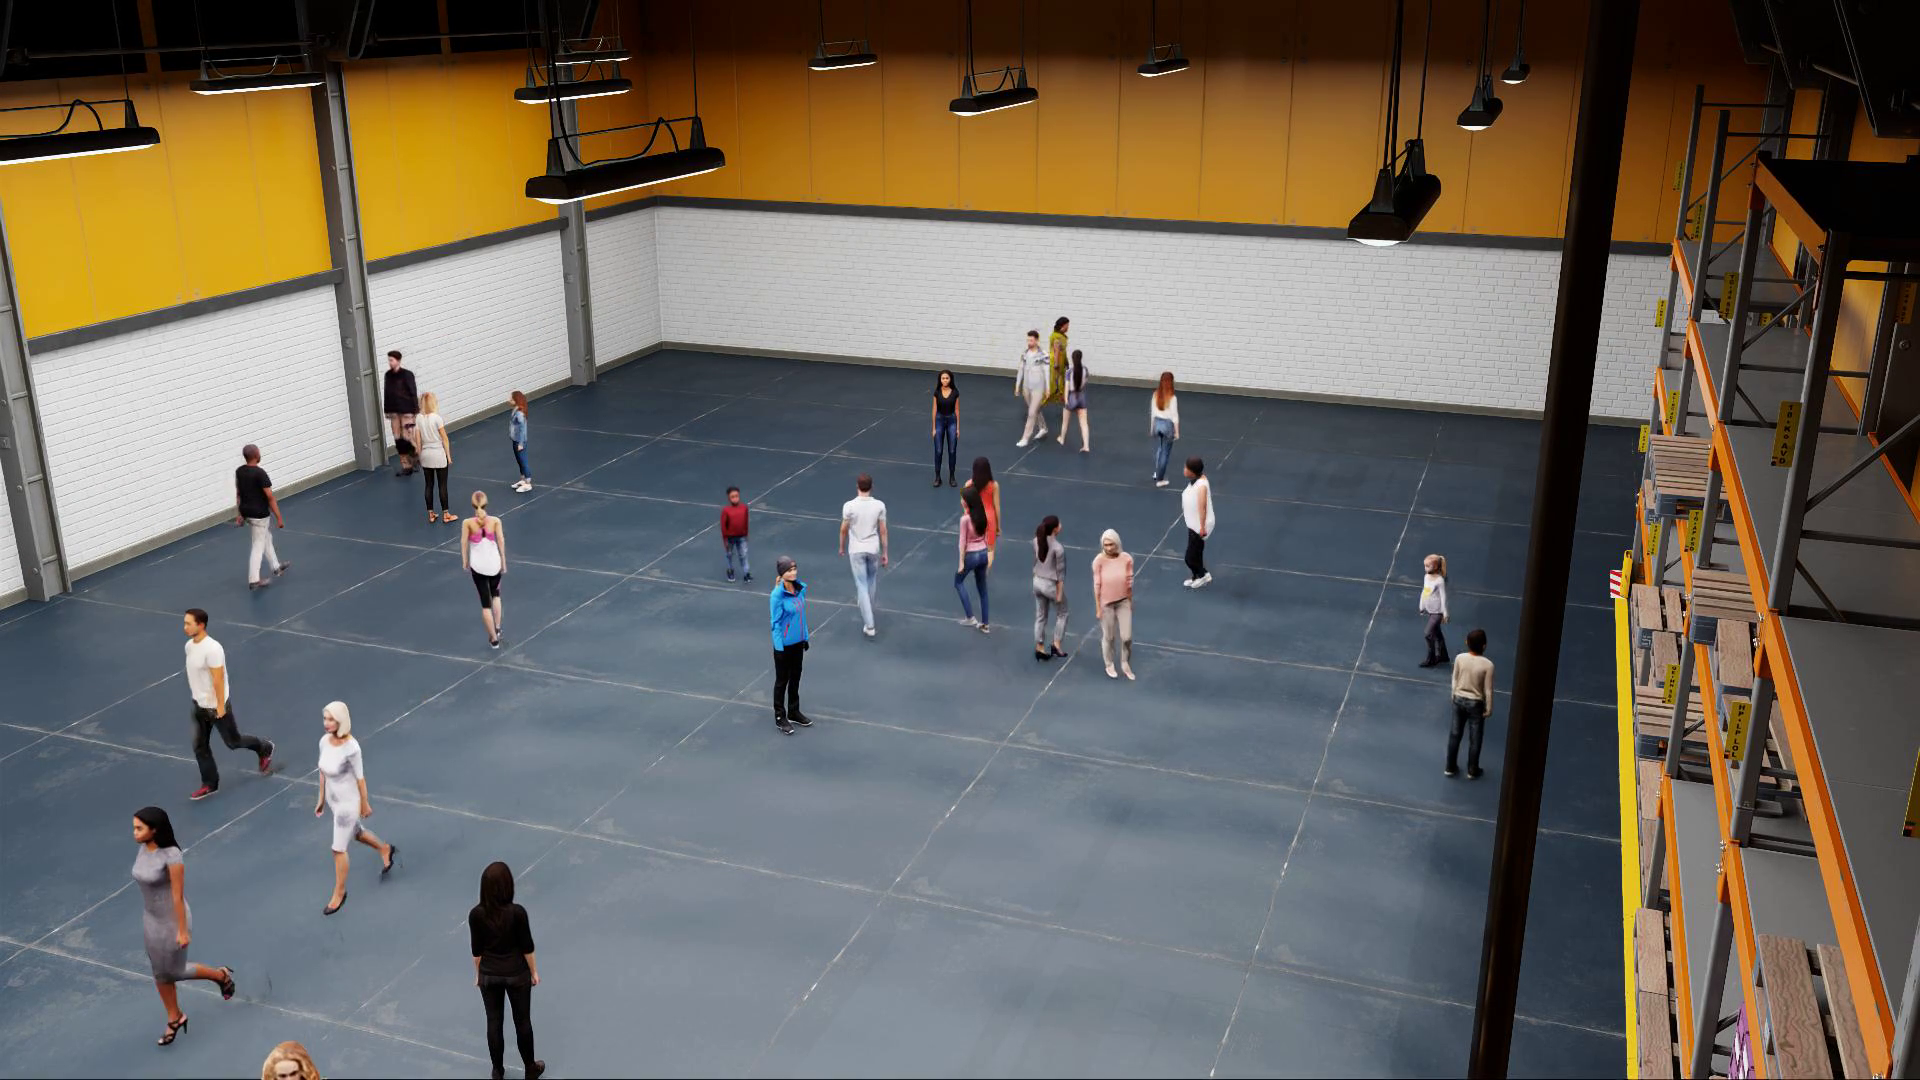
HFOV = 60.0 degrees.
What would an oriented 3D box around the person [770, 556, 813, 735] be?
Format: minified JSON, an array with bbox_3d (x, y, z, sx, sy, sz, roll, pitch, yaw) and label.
[{"bbox_3d":[-1.693,1.015,16.415,0.738,1.797,0.573,14,23,36],"label":"person"}]

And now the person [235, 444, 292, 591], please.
[{"bbox_3d":[-8.619,-0.256,20.222,0.764,1.777,1.033,9,21,25],"label":"person"}]

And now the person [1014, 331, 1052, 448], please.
[{"bbox_3d":[1.237,-2.439,26.653,0.979,1.809,1.304,14,23,37],"label":"person"}]

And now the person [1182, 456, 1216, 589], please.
[{"bbox_3d":[2.947,-0.197,20.212,0.827,1.671,0.678,2,19,6],"label":"person"}]

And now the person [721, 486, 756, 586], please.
[{"bbox_3d":[-2.799,-0.073,20.530,0.827,1.232,0.891,-8,20,-24],"label":"person"}]

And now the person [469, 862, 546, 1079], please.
[{"bbox_3d":[-3.034,2.895,11.076,0.639,1.642,0.626,-1,19,-4],"label":"person"}]

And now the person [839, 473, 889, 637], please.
[{"bbox_3d":[-1.057,0.197,18.837,1.146,1.802,1.273,-6,20,-19],"label":"person"}]

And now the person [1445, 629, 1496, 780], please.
[{"bbox_3d":[4.696,1.521,15.437,0.614,1.462,0.621,12,22,32],"label":"person"}]

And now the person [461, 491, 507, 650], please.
[{"bbox_3d":[-5.244,0.356,18.422,0.882,1.766,0.953,-8,20,-22],"label":"person"}]

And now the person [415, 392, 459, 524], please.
[{"bbox_3d":[-7.195,-1.129,22.738,0.650,1.826,0.584,3,19,9],"label":"person"}]

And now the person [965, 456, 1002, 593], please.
[{"bbox_3d":[0.274,-0.159,20.048,0.726,1.704,1.020,2,19,6],"label":"person"}]

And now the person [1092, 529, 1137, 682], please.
[{"bbox_3d":[1.586,0.655,17.649,0.754,1.693,0.792,-4,19,-12],"label":"person"}]

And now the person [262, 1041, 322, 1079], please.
[{"bbox_3d":[-3.646,3.485,9.183,0.971,1.732,1.043,-8,20,-22],"label":"person"}]

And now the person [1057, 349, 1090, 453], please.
[{"bbox_3d":[1.876,-2.133,26.080,1.062,1.595,1.138,-8,20,-24],"label":"person"}]

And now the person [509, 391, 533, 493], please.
[{"bbox_3d":[-6.412,-1.452,24.241,0.687,1.478,0.640,-10,21,-27],"label":"person"}]

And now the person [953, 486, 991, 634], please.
[{"bbox_3d":[0.202,0.242,18.817,0.754,1.729,0.842,-14,23,-36],"label":"person"}]

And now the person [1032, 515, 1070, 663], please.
[{"bbox_3d":[0.892,0.551,17.999,0.710,1.665,0.724,17,25,41],"label":"person"}]

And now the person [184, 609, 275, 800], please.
[{"bbox_3d":[-6.722,1.454,15.146,0.722,1.775,1.110,10,21,26],"label":"person"}]

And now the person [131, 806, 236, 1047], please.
[{"bbox_3d":[-5.445,2.654,11.601,0.650,1.765,0.878,9,21,26],"label":"person"}]

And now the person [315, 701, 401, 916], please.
[{"bbox_3d":[-4.887,2.082,13.381,0.739,1.713,1.139,12,22,31],"label":"person"}]

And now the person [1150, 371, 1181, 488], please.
[{"bbox_3d":[2.930,-1.605,24.319,0.686,1.719,0.703,17,25,42],"label":"person"}]

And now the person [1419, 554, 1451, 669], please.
[{"bbox_3d":[5.198,0.769,17.987,0.705,1.260,0.664,-4,19,-12],"label":"person"}]

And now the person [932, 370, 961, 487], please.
[{"bbox_3d":[-0.209,-1.660,24.450,0.636,1.740,0.646,-1,19,-4],"label":"person"}]

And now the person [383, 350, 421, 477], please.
[{"bbox_3d":[-8.299,-1.909,24.913,0.723,1.916,0.695,5,19,16],"label":"person"}]
